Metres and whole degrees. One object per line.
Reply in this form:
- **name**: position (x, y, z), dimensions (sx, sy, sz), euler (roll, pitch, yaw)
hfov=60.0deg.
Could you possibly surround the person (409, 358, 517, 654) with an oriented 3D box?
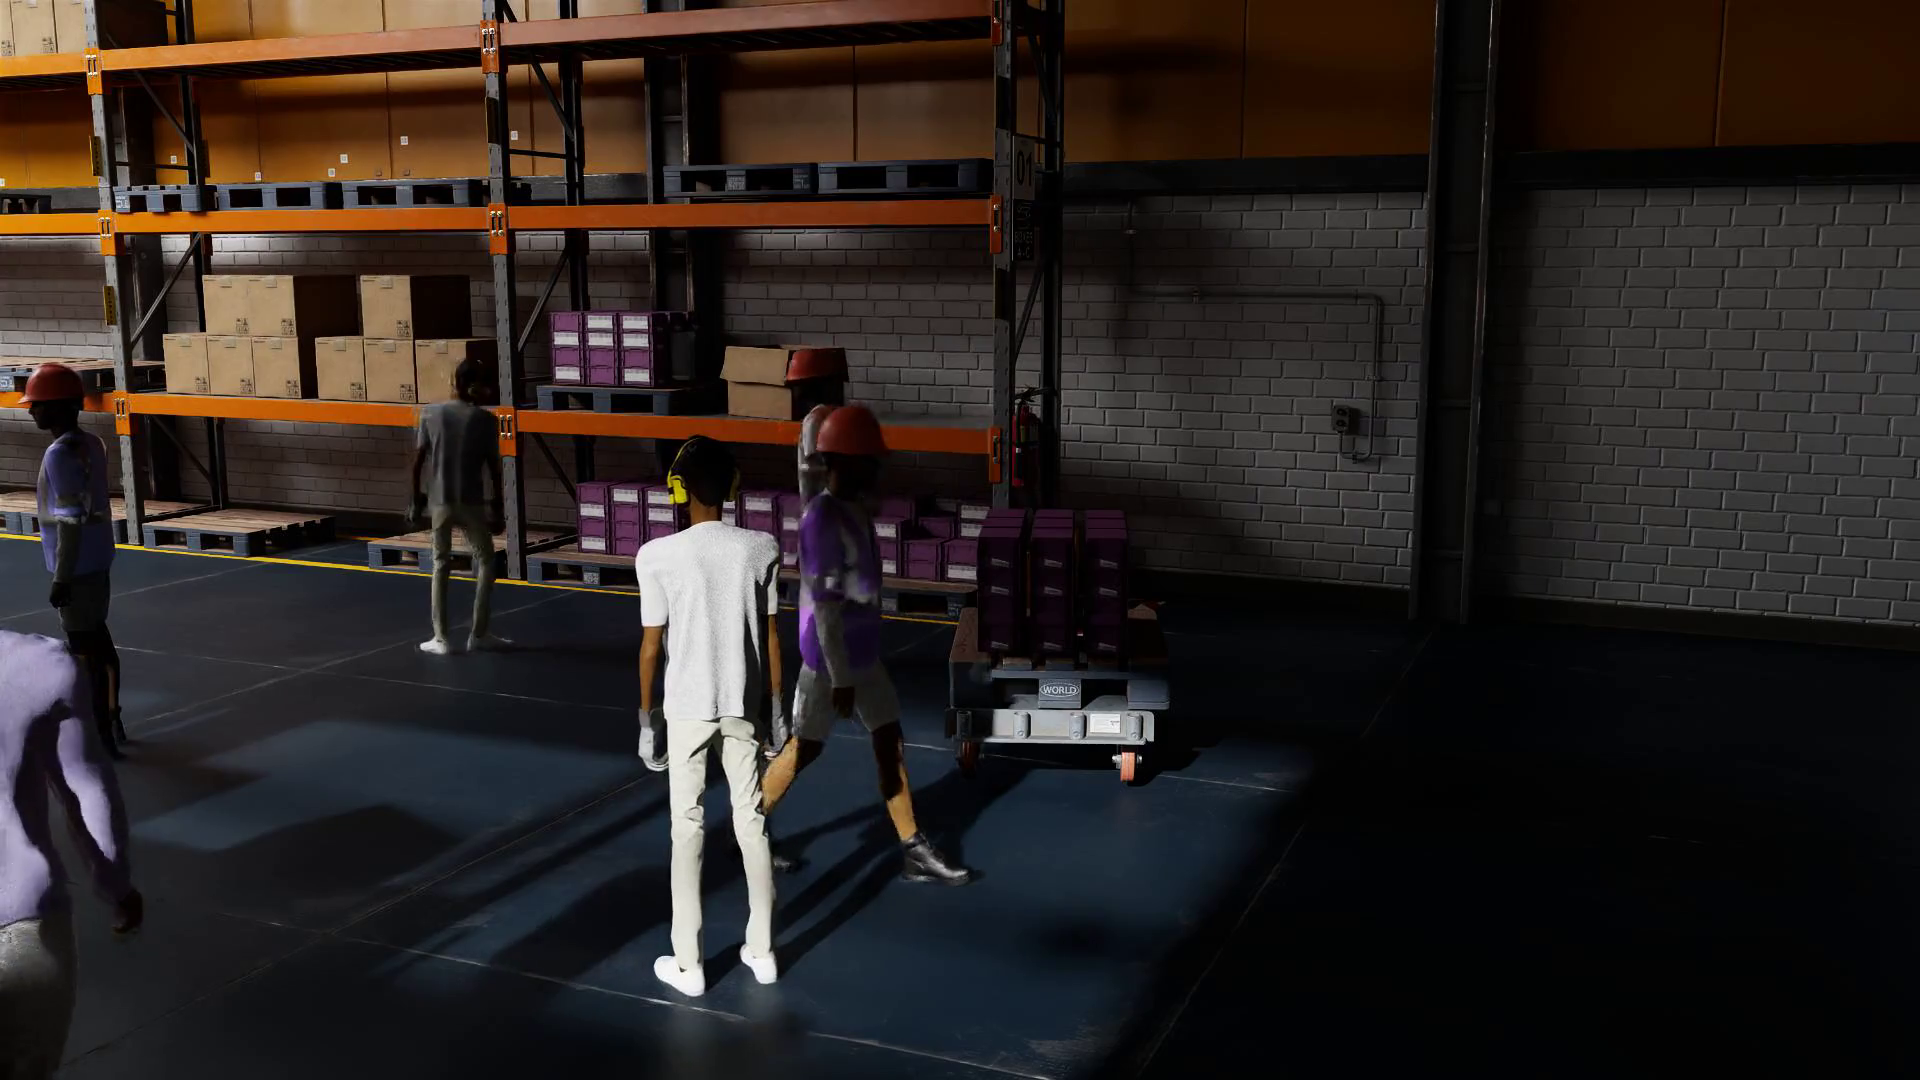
- **person**: position (-3.102, -0.204, 10.329), dimensions (0.637, 1.837, 0.347), euler (-1, 10, -5)

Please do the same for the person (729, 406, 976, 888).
- **person**: position (-0.474, 0.419, 6.438), dimensions (1.006, 1.889, 0.564), euler (3, 10, 17)

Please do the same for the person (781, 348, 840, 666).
- **person**: position (-0.850, -0.176, 9.921), dimensions (0.426, 1.920, 0.540), euler (1, 10, 5)

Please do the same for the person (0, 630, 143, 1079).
- **person**: position (-2.243, 0.876, 3.718), dimensions (0.644, 1.884, 1.021), euler (-2, 10, -13)

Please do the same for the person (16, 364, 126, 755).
- **person**: position (-4.354, 0.105, 8.158), dimensions (0.364, 1.935, 0.549), euler (-2, 10, -14)

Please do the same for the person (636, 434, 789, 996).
- **person**: position (-0.818, 0.581, 5.535), dimensions (0.511, 1.860, 0.312), euler (-4, 10, -25)
